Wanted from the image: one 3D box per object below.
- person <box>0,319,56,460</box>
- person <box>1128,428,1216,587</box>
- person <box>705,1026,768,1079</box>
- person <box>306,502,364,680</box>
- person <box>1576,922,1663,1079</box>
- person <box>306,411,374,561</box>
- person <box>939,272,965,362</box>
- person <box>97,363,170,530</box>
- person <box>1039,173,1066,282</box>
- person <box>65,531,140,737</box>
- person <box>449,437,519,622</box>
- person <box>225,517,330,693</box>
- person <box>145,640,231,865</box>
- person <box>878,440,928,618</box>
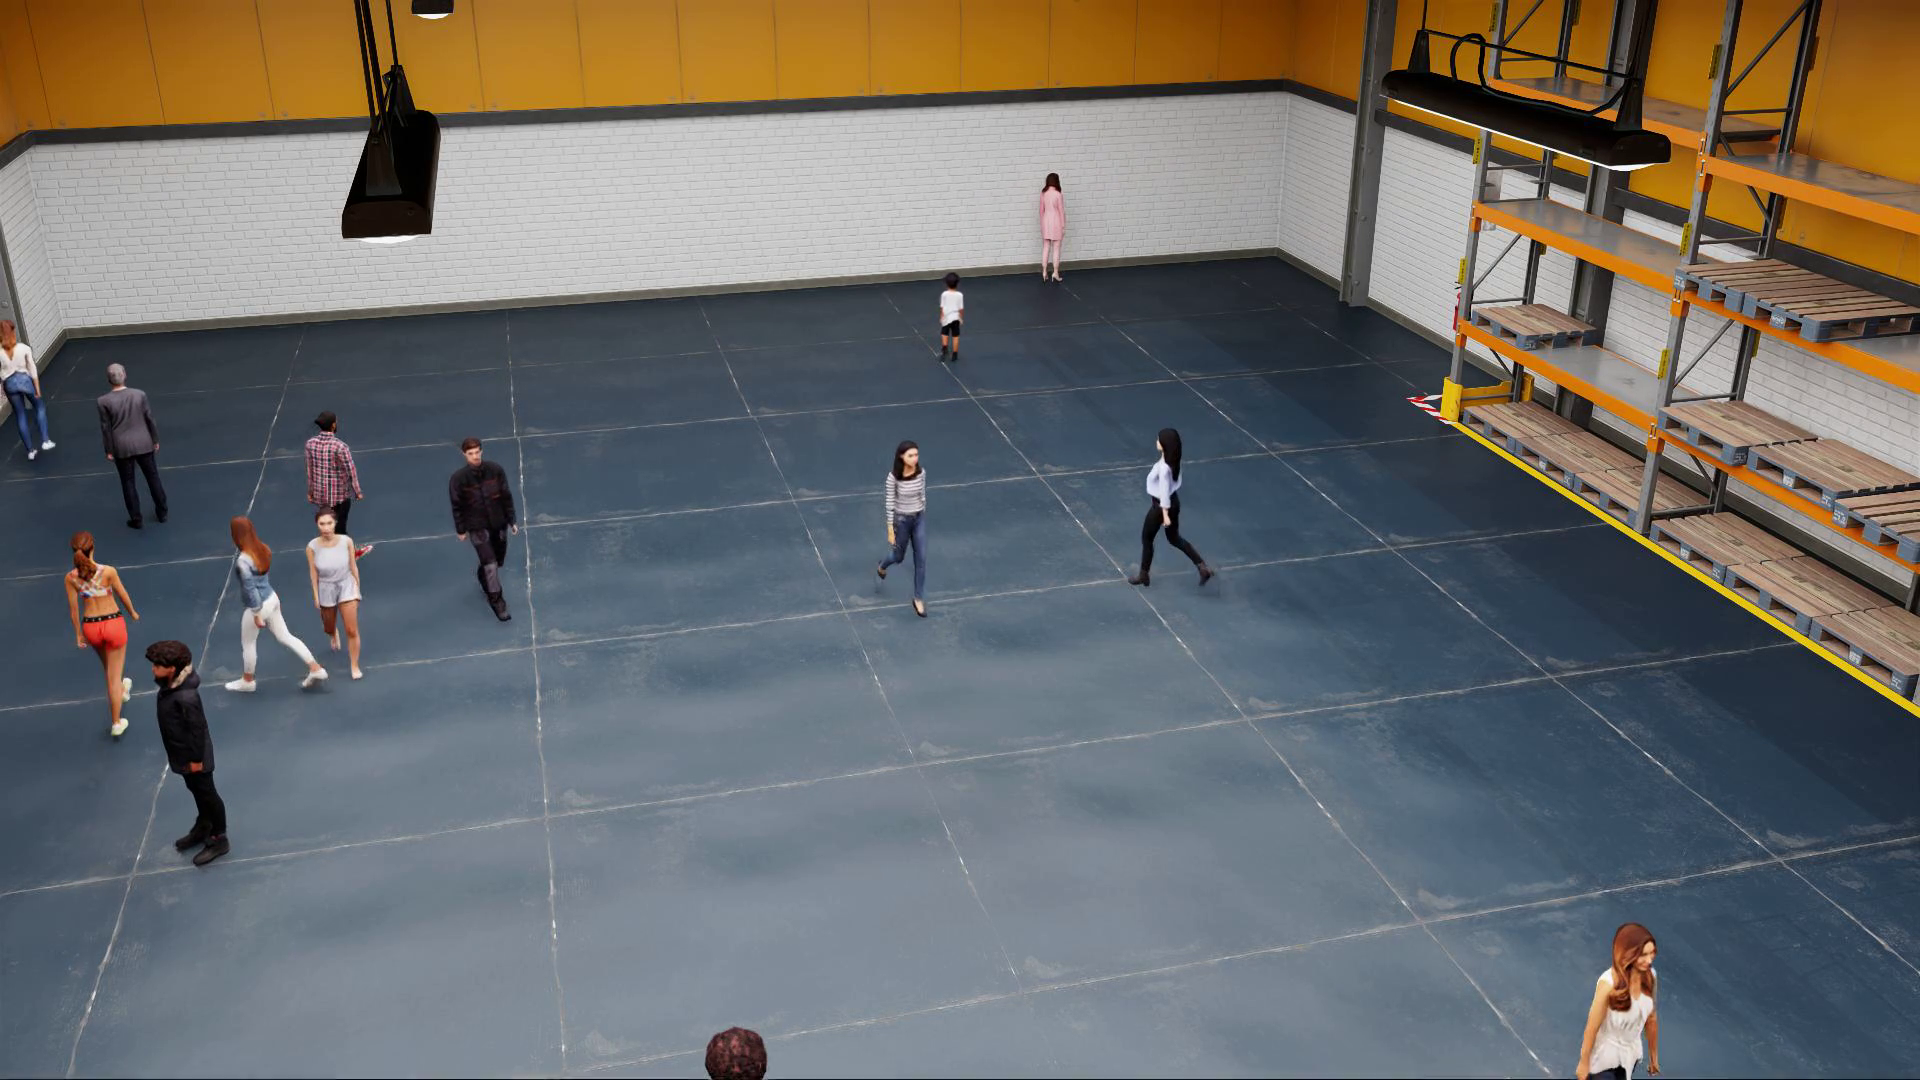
[{"bbox_3d":[-11.311,-1.790,19.996,0.630,1.709,0.642,-8,25,-18],"label":"person"},{"bbox_3d":[2.134,-0.272,16.517,1.129,1.715,1.120,11,26,23],"label":"person"},{"bbox_3d":[-1.057,3.284,8.314,0.644,1.769,0.713,-10,26,-22],"label":"person"},{"bbox_3d":[-5.640,0.438,15.043,0.643,1.593,0.931,-10,26,-22],"label":"person"},{"bbox_3d":[3.565,2.852,9.301,0.742,1.769,0.889,-13,27,-27],"label":"person"},{"bbox_3d":[-6.392,-0.419,16.837,1.071,1.728,1.160,9,25,20],"label":"person"},{"bbox_3d":[-0.121,-3.185,23.770,0.532,1.243,0.542,-4,24,-8],"label":"person"},{"bbox_3d":[-9.022,-1.036,18.108,0.802,1.840,0.748,-18,29,-35],"label":"person"},{"bbox_3d":[1.524,-5.206,27.695,0.681,1.802,0.737,13,27,27],"label":"person"},{"bbox_3d":[-7.190,0.819,13.968,0.628,1.757,1.060,-5,24,-10],"label":"person"},{"bbox_3d":[-4.625,-0.157,16.139,1.015,1.806,1.263,-19,30,-36],"label":"person"},{"bbox_3d":[-6.023,0.599,14.590,0.929,1.663,1.149,2,24,4],"label":"person"},{"bbox_3d":[-5.693,1.533,12.307,0.780,1.778,0.672,-21,31,-39],"label":"person"},{"bbox_3d":[-0.559,-0.143,16.149,0.808,1.773,1.114,-14,27,-30],"label":"person"}]
